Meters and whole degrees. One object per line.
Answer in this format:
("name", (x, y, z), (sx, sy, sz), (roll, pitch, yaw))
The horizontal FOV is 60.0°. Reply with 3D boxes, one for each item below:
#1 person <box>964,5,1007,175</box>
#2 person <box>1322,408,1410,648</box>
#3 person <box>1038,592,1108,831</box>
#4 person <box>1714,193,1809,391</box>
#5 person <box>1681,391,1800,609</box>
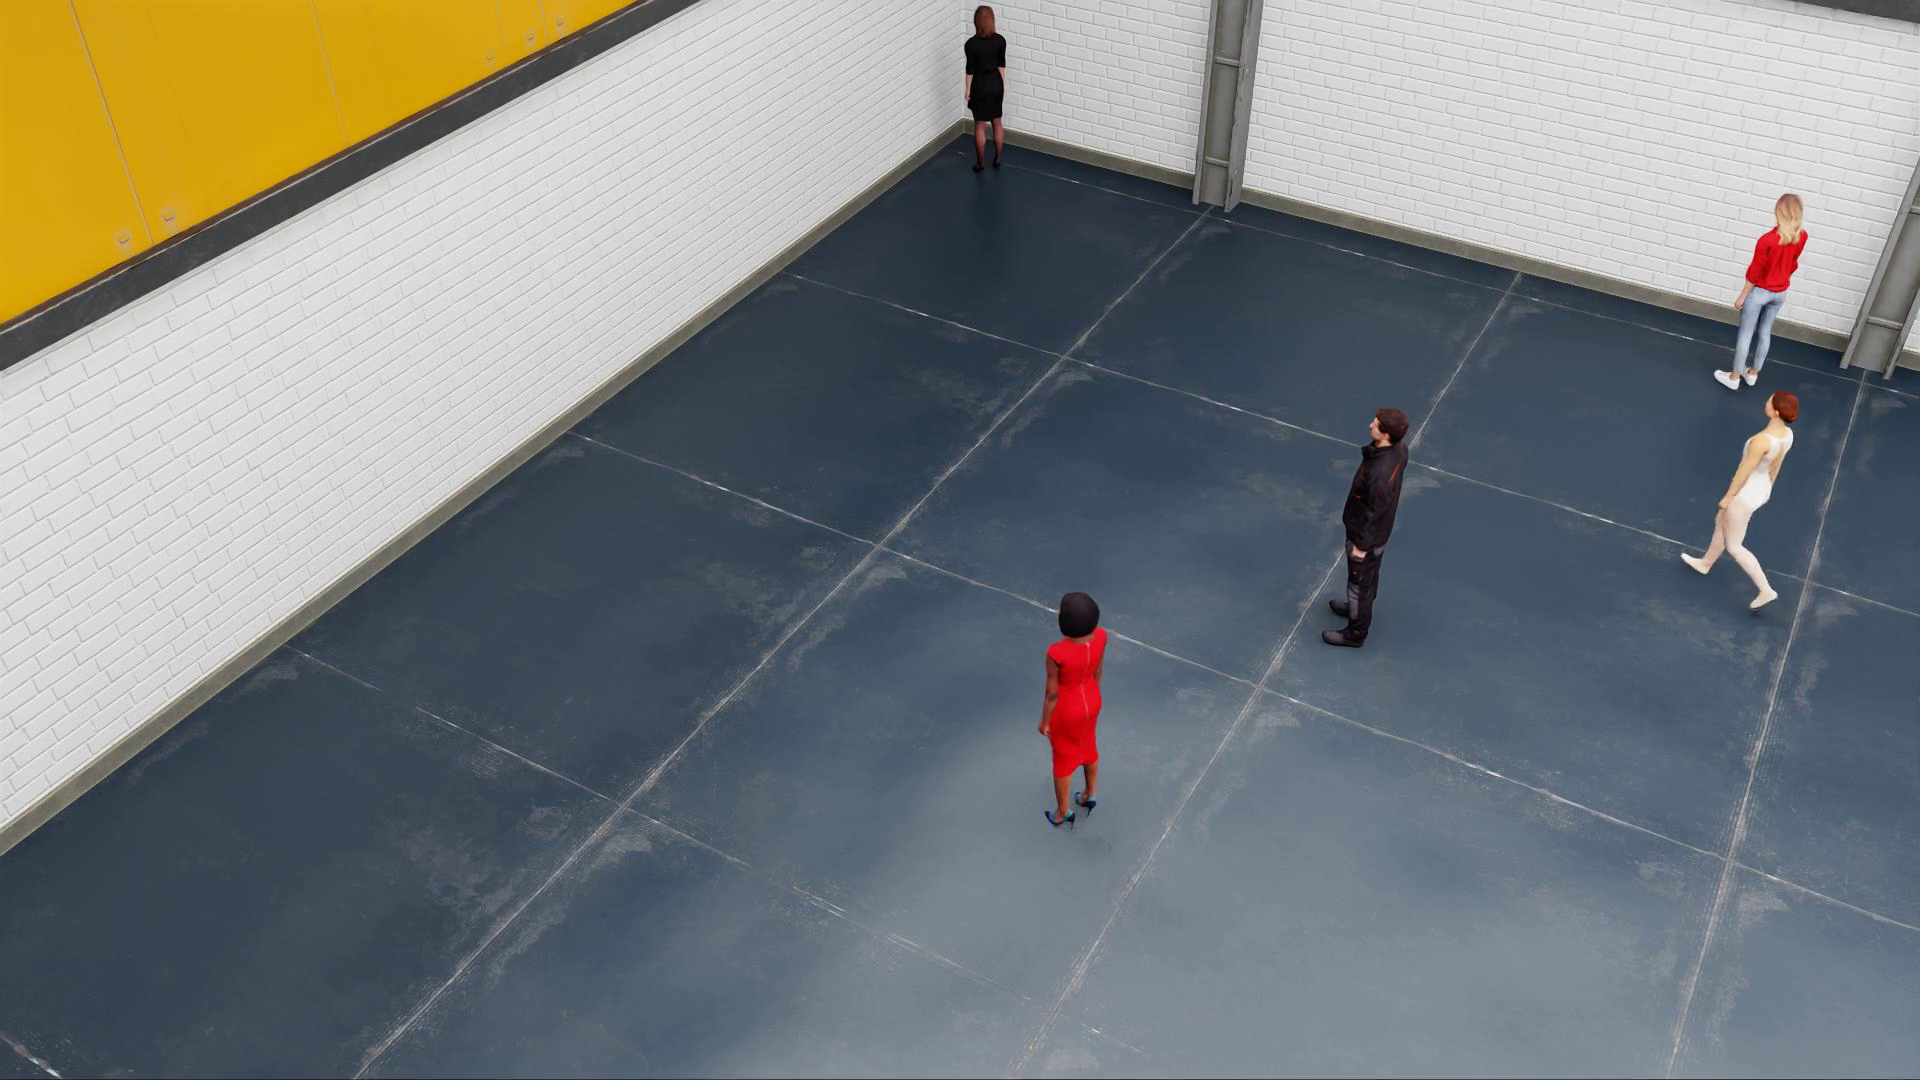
("person", (0.261, -4.480, 16.576), (0.658, 1.703, 0.698), (-13, 40, -16))
("person", (2.710, -0.090, 10.969), (0.637, 1.839, 0.763), (13, 40, 15))
("person", (0.663, 1.001, 9.680), (0.648, 1.743, 0.643), (-23, 44, -26))
("person", (6.519, -2.002, 13.472), (0.684, 1.702, 0.738), (-10, 40, -13))
("person", (5.448, -0.256, 11.352), (0.771, 1.620, 1.047), (-27, 46, -30))
